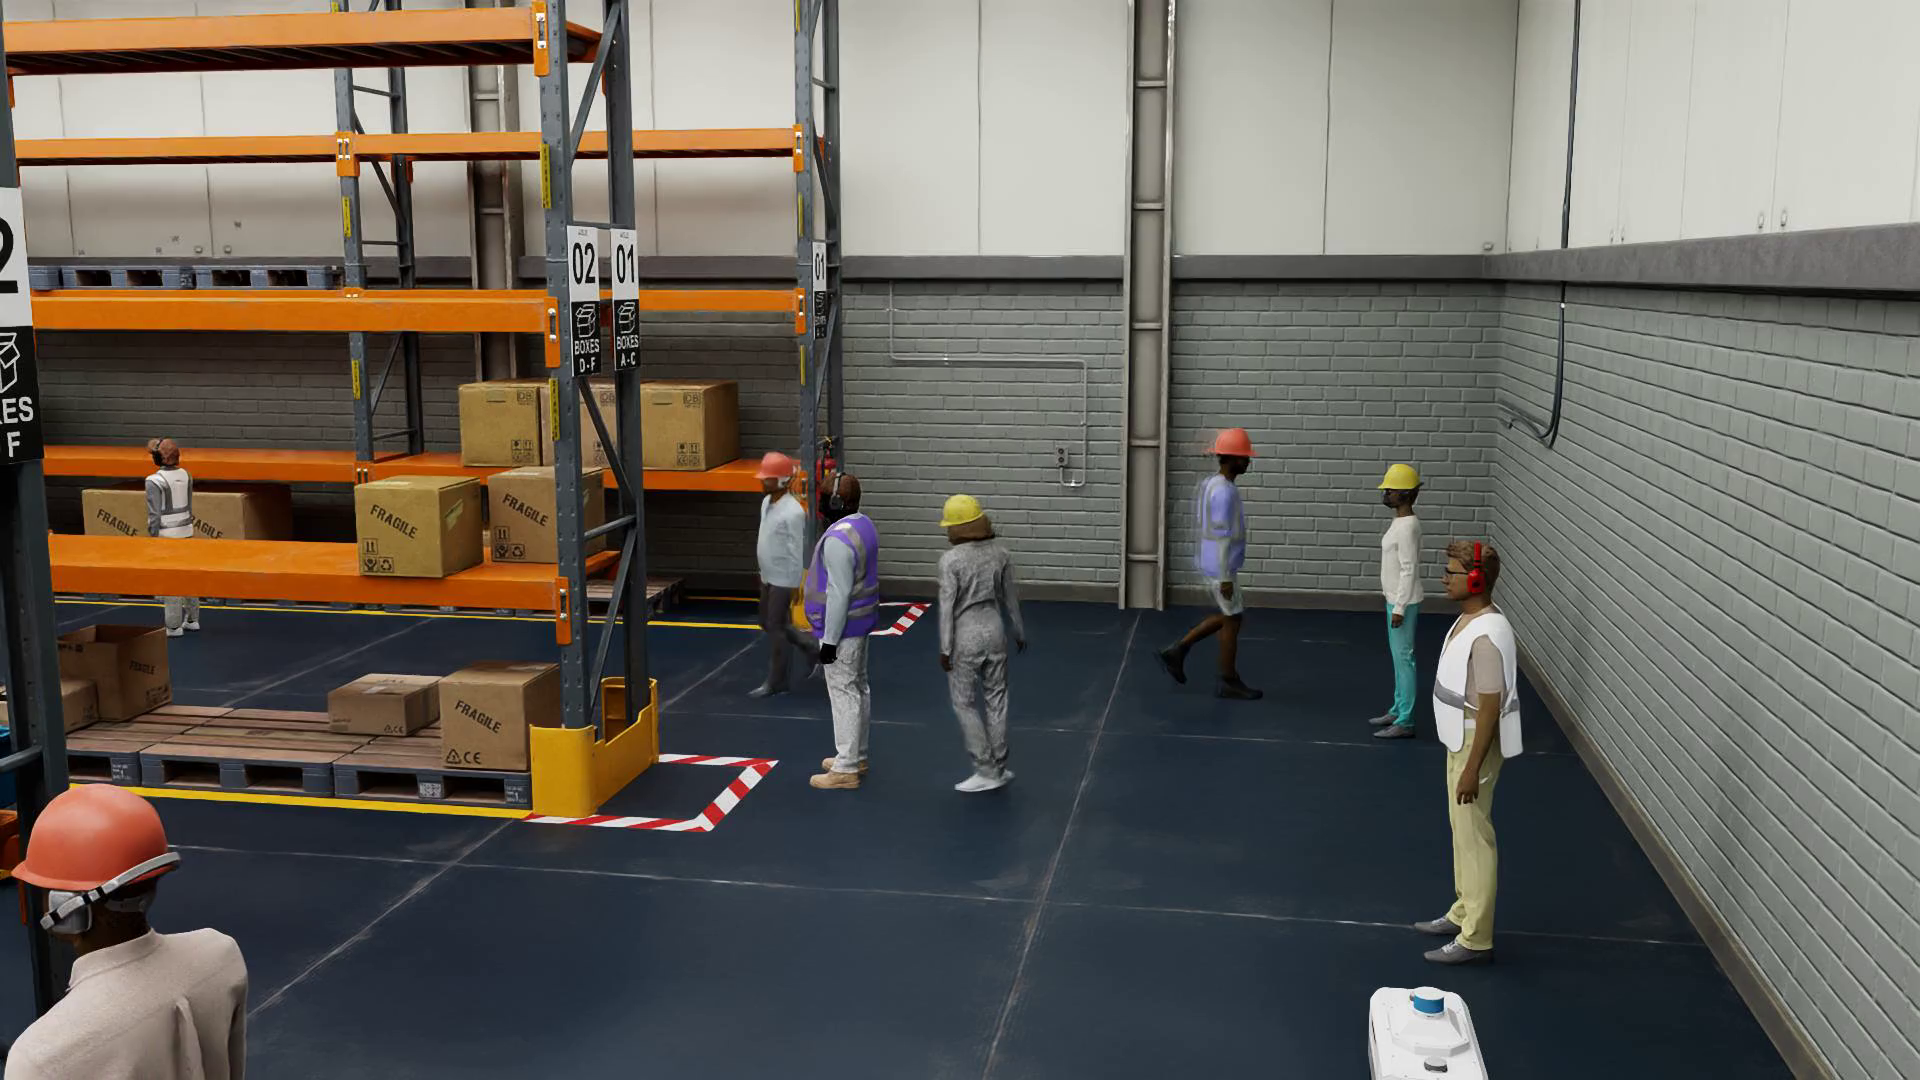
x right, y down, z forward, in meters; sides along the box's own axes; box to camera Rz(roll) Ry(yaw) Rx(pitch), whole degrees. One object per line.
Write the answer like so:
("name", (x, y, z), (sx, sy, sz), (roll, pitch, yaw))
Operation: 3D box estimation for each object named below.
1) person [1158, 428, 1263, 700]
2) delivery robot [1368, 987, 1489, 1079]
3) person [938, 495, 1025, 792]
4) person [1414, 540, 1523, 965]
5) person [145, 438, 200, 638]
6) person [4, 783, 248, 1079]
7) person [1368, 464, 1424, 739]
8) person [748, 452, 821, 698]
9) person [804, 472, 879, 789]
("person", (1.776, 0.170, 11.621), (0.651, 1.922, 0.550), (1, 9, 9))
("delivery robot", (1.583, 1.763, 5.651), (0.477, 0.478, 0.707), (2, 9, 10))
("person", (0.123, 0.592, 9.622), (0.611, 1.724, 0.383), (-6, 11, -33))
("person", (2.224, 0.916, 7.206), (0.387, 1.846, 0.566), (2, 9, 10))
("person", (-6.461, -0.017, 13.632), (0.308, 1.641, 0.517), (2, 9, 10))
("person", (-1.660, 1.461, 3.361), (0.381, 1.994, 0.614), (2, 9, 10))
("person", (2.816, 0.393, 10.700), (0.313, 1.768, 0.527), (2, 9, 10))
("person", (-1.237, 0.234, 11.756), (0.560, 1.738, 0.575), (-4, 10, -25))
("person", (-0.692, 0.518, 9.686), (0.429, 1.844, 0.626), (2, 9, 10))
